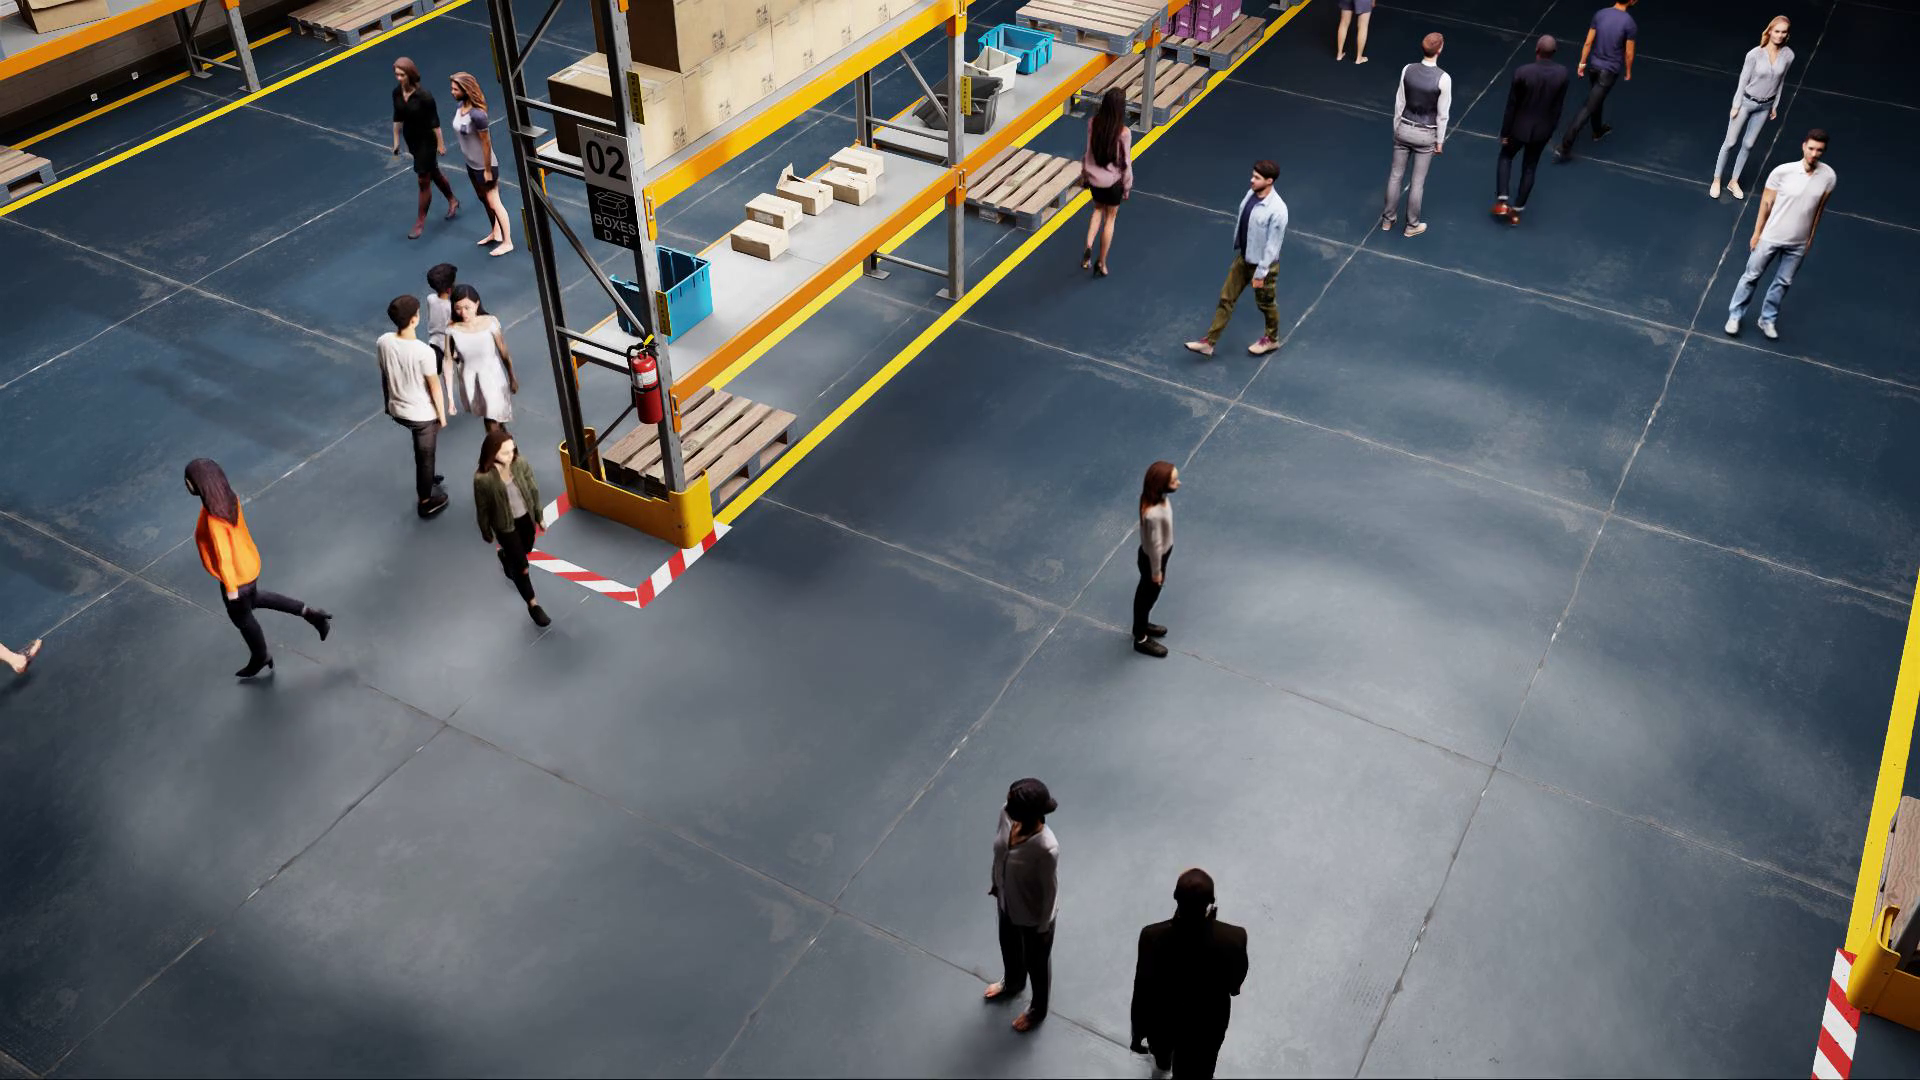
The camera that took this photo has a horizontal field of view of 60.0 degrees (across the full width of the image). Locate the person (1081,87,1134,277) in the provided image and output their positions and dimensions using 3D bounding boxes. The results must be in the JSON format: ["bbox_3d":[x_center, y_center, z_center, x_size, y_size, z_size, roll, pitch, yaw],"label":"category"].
[{"bbox_3d":[1.235,-3.077,14.606,0.655,1.799,0.712,22,44,25],"label":"person"}]

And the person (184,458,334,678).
[{"bbox_3d":[-4.497,0.183,10.580,1.025,1.729,0.958,-9,39,-11],"label":"person"}]

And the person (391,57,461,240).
[{"bbox_3d":[-4.960,-3.698,15.488,0.638,1.667,1.013,16,41,20],"label":"person"}]

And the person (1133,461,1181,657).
[{"bbox_3d":[1.259,0.103,10.876,0.670,1.484,0.545,4,39,6],"label":"person"}]

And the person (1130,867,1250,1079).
[{"bbox_3d":[1.061,2.320,7.802,0.976,1.856,1.344,6,39,8],"label":"person"}]

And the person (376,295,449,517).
[{"bbox_3d":[-3.986,-0.942,12.015,0.659,1.696,0.687,16,41,19],"label":"person"}]

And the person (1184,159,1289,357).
[{"bbox_3d":[2.515,-2.277,13.623,1.227,1.776,1.098,-15,41,-18],"label":"person"}]

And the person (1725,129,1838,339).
[{"bbox_3d":[6.903,-2.565,13.913,0.735,1.864,0.664,8,39,10],"label":"person"}]

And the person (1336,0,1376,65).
[{"bbox_3d":[4.462,-6.131,18.616,0.573,1.566,0.538,24,44,27],"label":"person"}]

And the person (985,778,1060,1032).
[{"bbox_3d":[0.341,1.834,8.477,0.661,1.773,0.667,-24,45,-27],"label":"person"}]

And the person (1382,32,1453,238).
[{"bbox_3d":[4.211,-3.747,15.333,0.688,1.938,0.601,26,45,28],"label":"person"}]

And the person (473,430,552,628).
[{"bbox_3d":[-3.042,-0.149,11.221,1.007,1.447,0.853,-28,46,-31],"label":"person"}]

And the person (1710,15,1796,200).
[{"bbox_3d":[7.609,-4.155,15.958,0.660,1.796,0.648,3,39,4],"label":"person"}]

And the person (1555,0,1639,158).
[{"bbox_3d":[6.377,-4.648,16.627,1.300,1.732,0.972,-27,46,-29],"label":"person"}]

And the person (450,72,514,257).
[{"bbox_3d":[-4.337,-3.419,15.090,0.671,1.729,0.680,-25,45,-28],"label":"person"}]

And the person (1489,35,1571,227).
[{"bbox_3d":[5.302,-3.755,15.450,0.797,1.805,0.792,4,39,5],"label":"person"}]

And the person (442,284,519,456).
[{"bbox_3d":[-3.483,-1.152,12.253,1.021,1.726,1.251,0,39,1],"label":"person"}]
